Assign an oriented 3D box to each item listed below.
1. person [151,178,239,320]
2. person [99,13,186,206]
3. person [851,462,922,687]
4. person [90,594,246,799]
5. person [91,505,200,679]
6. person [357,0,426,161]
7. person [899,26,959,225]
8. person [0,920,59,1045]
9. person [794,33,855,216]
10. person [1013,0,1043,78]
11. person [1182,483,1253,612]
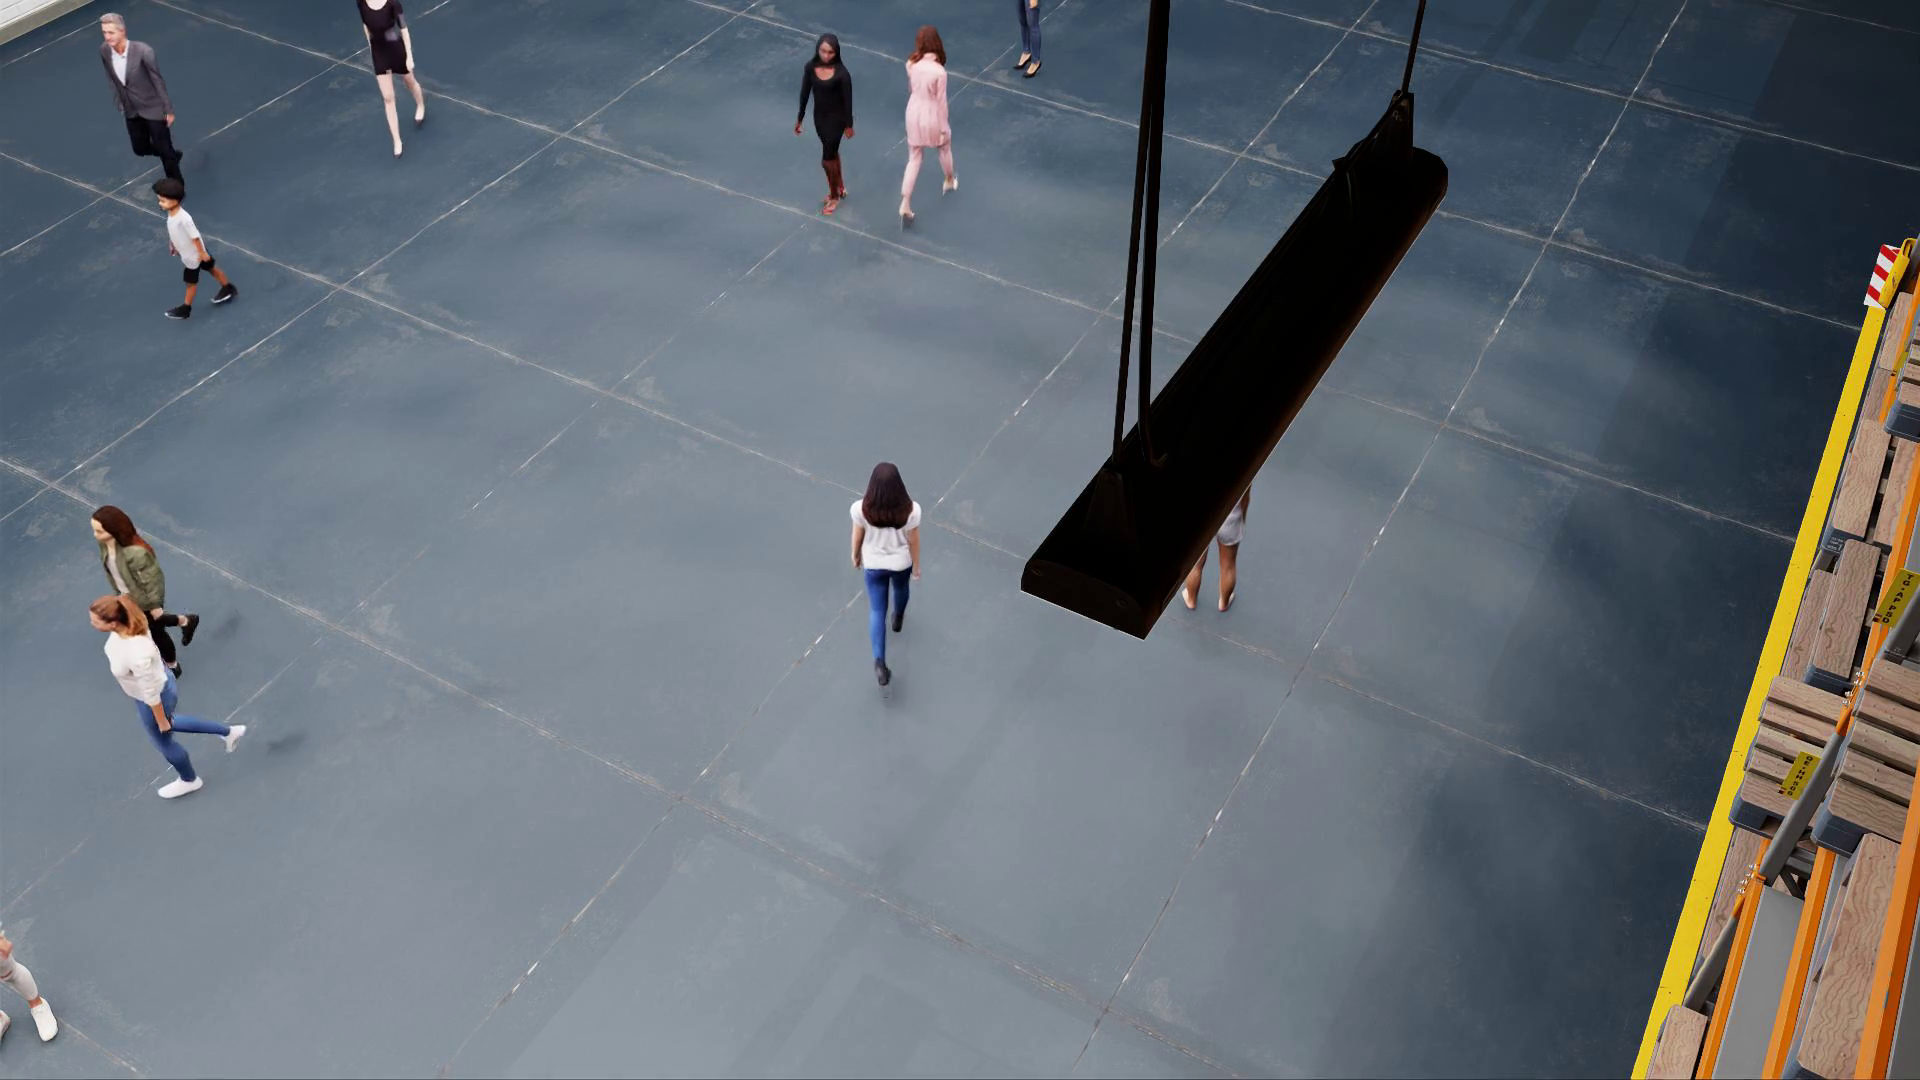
[{"bbox_3d":[-6.391,-2.477,13.939,0.914,1.222,0.650,-34,53,-31],"label":"person"},{"bbox_3d":[-7.319,-3.931,15.032,0.900,1.820,1.002,6,44,6],"label":"person"},{"bbox_3d":[-0.475,0.234,10.783,0.977,1.650,1.186,-1,44,-1],"label":"person"},{"bbox_3d":[-4.775,0.900,10.040,0.969,1.710,0.869,-20,47,-20],"label":"person"},{"bbox_3d":[-5.279,0.321,10.825,0.588,1.465,0.741,22,48,21],"label":"person"},{"bbox_3d":[-5.361,-4.628,15.793,0.988,1.779,1.236,1,44,1],"label":"person"},{"bbox_3d":[-0.362,-3.634,14.775,0.656,1.743,1.120,20,47,20],"label":"person"},{"bbox_3d":[-5.265,2.111,8.774,0.661,1.703,0.746,-15,46,-15],"label":"person"},{"bbox_3d":[-1.106,-3.797,14.972,0.697,1.708,0.710,31,52,28],"label":"person"},{"bbox_3d":[0.695,-5.531,16.731,0.649,1.793,0.643,-24,49,-23],"label":"person"},{"bbox_3d":[1.731,-0.135,11.206,0.648,1.601,0.662,6,44,6],"label":"person"}]
